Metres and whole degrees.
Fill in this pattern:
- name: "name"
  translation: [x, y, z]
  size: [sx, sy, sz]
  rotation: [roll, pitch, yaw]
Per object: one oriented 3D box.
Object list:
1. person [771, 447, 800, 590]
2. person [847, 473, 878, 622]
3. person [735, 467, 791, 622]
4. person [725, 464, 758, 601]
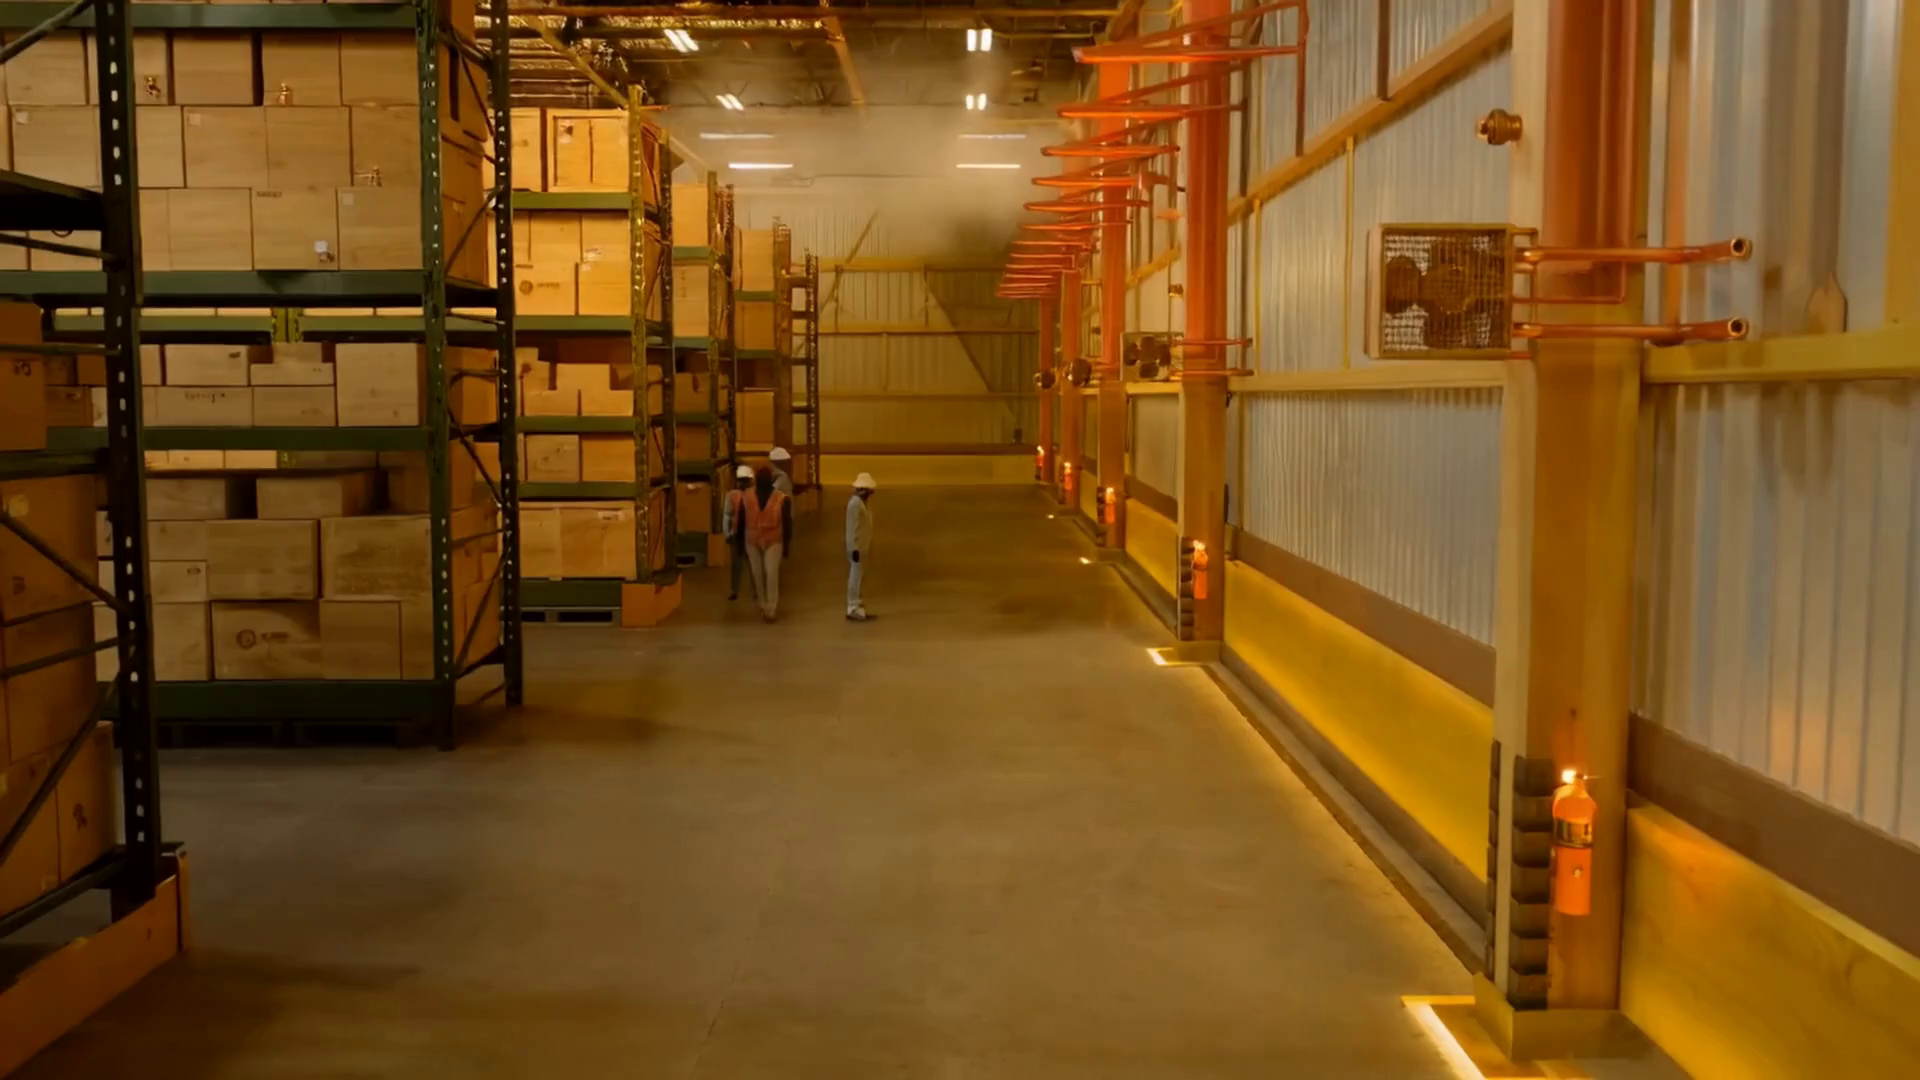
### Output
- name: "person"
  translation: [-2.457, -0.289, 22.647]
  size: [0.390, 1.949, 0.602]
  rotation: [-4, 7, -42]
- name: "person"
  translation: [-1.135, 0.083, 19.501]
  size: [0.360, 1.743, 0.582]
  rotation: [1, 5, 14]
- name: "person"
  translation: [-2.323, 0.058, 19.442]
  size: [0.632, 1.805, 0.887]
  rotation: [1, 5, 6]
- name: "person"
  translation: [-2.758, -0.088, 21.349]
  size: [0.524, 1.769, 0.314]
  rotation: [0, 5, 1]
